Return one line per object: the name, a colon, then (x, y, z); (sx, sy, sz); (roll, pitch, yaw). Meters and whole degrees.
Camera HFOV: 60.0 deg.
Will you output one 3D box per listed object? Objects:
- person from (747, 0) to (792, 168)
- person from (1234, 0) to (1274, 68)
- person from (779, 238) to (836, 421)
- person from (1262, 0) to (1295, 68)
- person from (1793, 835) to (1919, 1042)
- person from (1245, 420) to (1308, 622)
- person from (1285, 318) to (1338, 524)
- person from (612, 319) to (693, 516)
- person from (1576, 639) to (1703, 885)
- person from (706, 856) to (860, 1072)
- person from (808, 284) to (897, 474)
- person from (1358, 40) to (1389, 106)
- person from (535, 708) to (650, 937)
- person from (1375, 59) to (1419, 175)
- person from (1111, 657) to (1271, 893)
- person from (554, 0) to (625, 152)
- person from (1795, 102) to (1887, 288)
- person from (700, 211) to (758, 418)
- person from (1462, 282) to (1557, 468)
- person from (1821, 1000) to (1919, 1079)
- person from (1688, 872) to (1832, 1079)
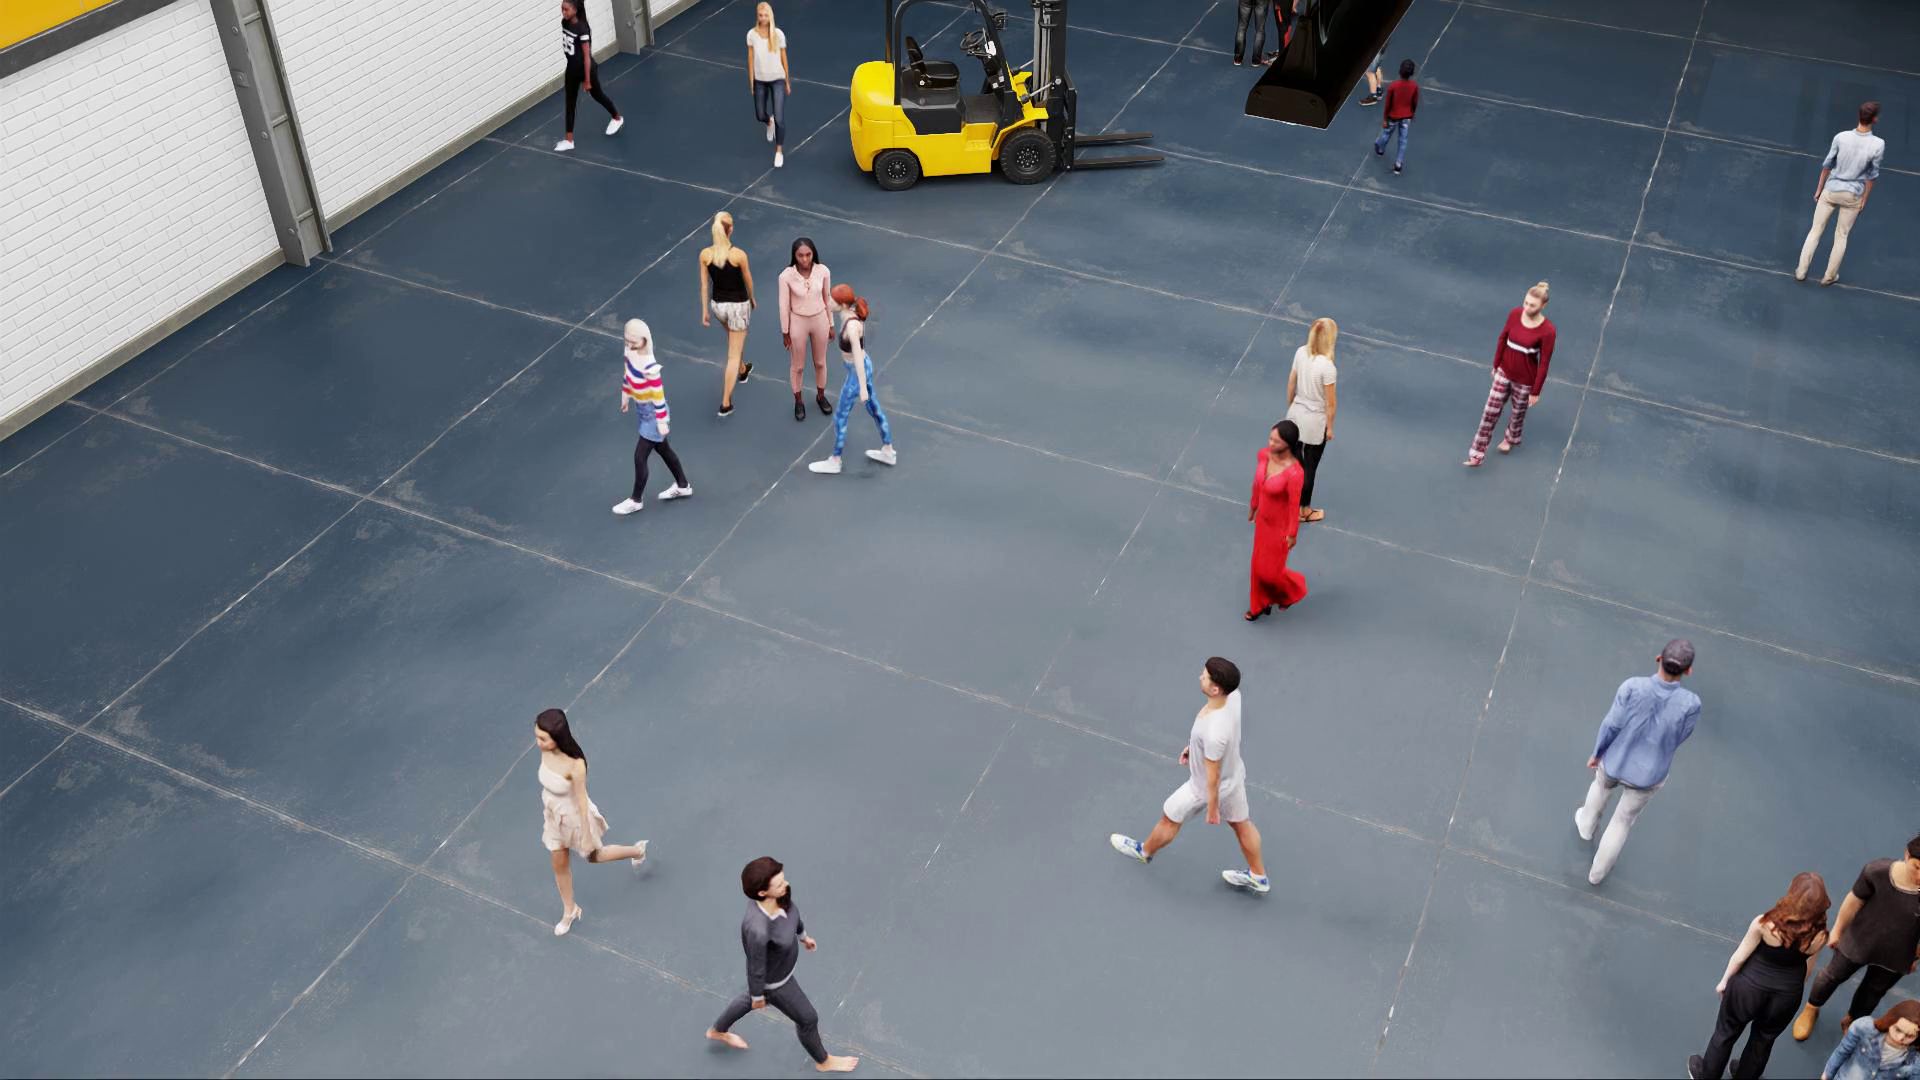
person: (-2.078, -5.045, 18.281); (0.818, 1.794, 1.004); (1, 39, 1)
person: (3.607, -6.718, 20.376); (0.675, 1.803, 0.580); (10, 40, 13)
person: (-1.305, -1.827, 14.311); (0.682, 1.720, 0.741); (-13, 40, -16)
person: (3.984, -6.712, 20.357); (0.704, 1.807, 0.482); (13, 40, 16)
person: (5.114, 2.218, 9.251); (0.621, 1.713, 0.530); (18, 42, 21)
person: (2.378, -0.137, 12.159); (0.871, 1.774, 0.807); (-22, 43, -25)
person: (2.742, -0.944, 13.119); (0.684, 1.826, 0.688); (-26, 45, -29)
person: (-2.369, -1.019, 13.254); (1.087, 1.776, 0.996); (-18, 42, -21)
person: (4.095, 1.413, 10.134); (0.673, 1.867, 0.826); (17, 42, 20)
person: (-1.103, 2.332, 9.094); (0.983, 1.731, 1.145); (1, 39, 1)
person: (-0.787, -1.307, 13.639); (0.948, 1.755, 1.006); (-1, 39, -1)
person: (4.926, -5.833, 19.561); (0.786, 1.426, 0.518); (18, 42, 21)
person: (-2.239, 1.638, 9.982); (0.773, 1.707, 1.074); (28, 46, 31)
person: (4.817, -4.608, 18.184); (0.730, 1.231, 0.921); (0, 39, 0)
person: (1.644, 1.477, 10.114); (0.727, 1.793, 1.182); (15, 41, 18)
person: (-4.162, -5.249, 18.623); (0.852, 1.685, 1.288); (28, 46, 30)
person: (8.555, -3.357, 16.124); (0.688, 1.847, 0.610); (24, 44, 27)
person: (-2.000, -1.935, 14.381); (0.688, 1.801, 1.188); (10, 40, 12)
person: (4.663, -1.386, 13.800); (0.848, 1.666, 1.097); (30, 47, 32)
person: (4.732, 2.846, 8.666); (0.721, 1.461, 0.915); (29, 47, 31)
person: (4.340, 2.430, 8.960); (0.592, 1.745, 0.560); (9, 40, 11)
